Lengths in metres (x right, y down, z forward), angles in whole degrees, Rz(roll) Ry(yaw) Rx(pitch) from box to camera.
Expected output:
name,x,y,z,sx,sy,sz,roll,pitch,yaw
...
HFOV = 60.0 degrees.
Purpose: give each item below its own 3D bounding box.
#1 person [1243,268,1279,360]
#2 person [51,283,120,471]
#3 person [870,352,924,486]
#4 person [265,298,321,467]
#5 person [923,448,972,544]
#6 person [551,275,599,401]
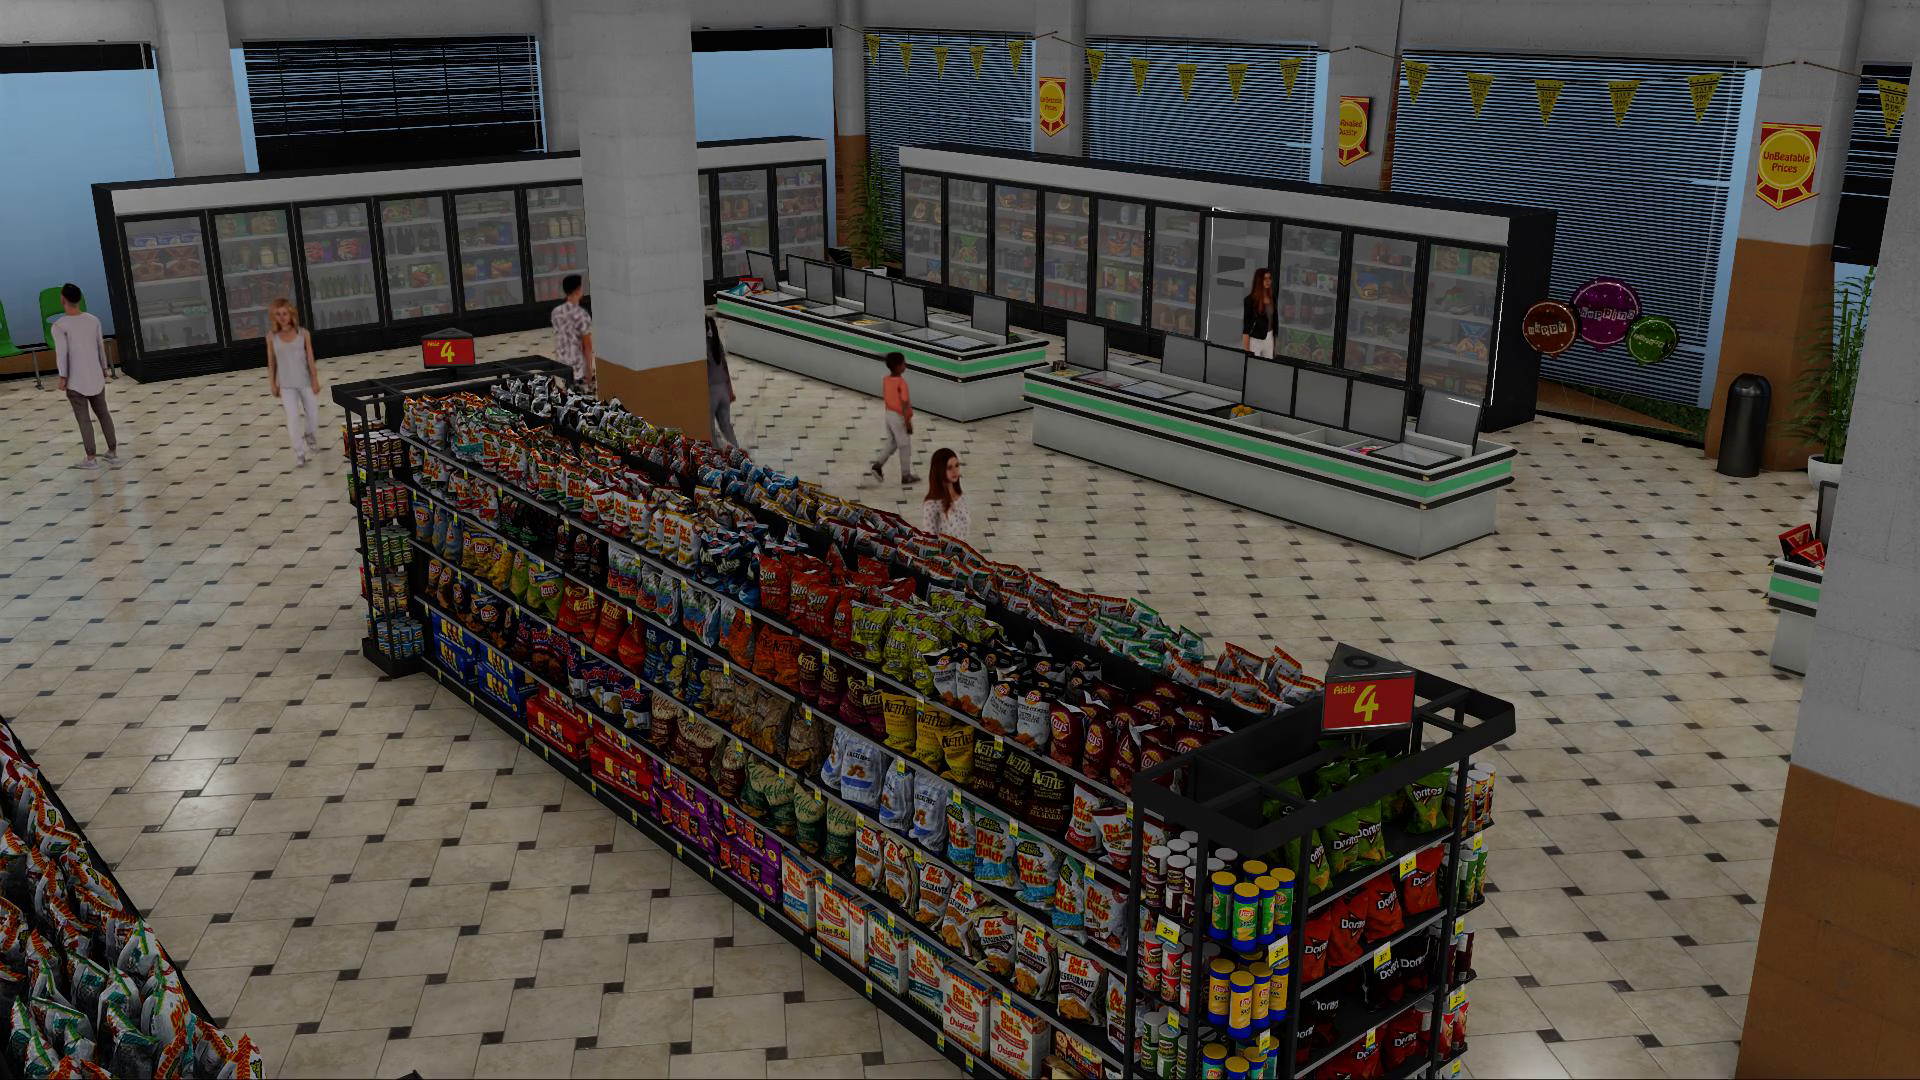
name,x,y,z,sx,sy,sz,roll,pitch,yaw
person,3.245,-2.114,18.083,0.613,1.704,0.551,-12,22,-31
person,-8.654,-1.626,16.425,0.696,1.840,0.742,9,21,25
person,-0.635,-1.141,15.827,0.597,1.301,0.704,-13,22,-33
person,-6.627,-1.594,16.612,0.776,1.658,0.917,-6,20,-18
person,-0.103,0.223,11.115,0.546,1.728,0.602,16,24,39
person,-3.963,-1.766,16.895,0.808,1.802,0.863,10,21,28
